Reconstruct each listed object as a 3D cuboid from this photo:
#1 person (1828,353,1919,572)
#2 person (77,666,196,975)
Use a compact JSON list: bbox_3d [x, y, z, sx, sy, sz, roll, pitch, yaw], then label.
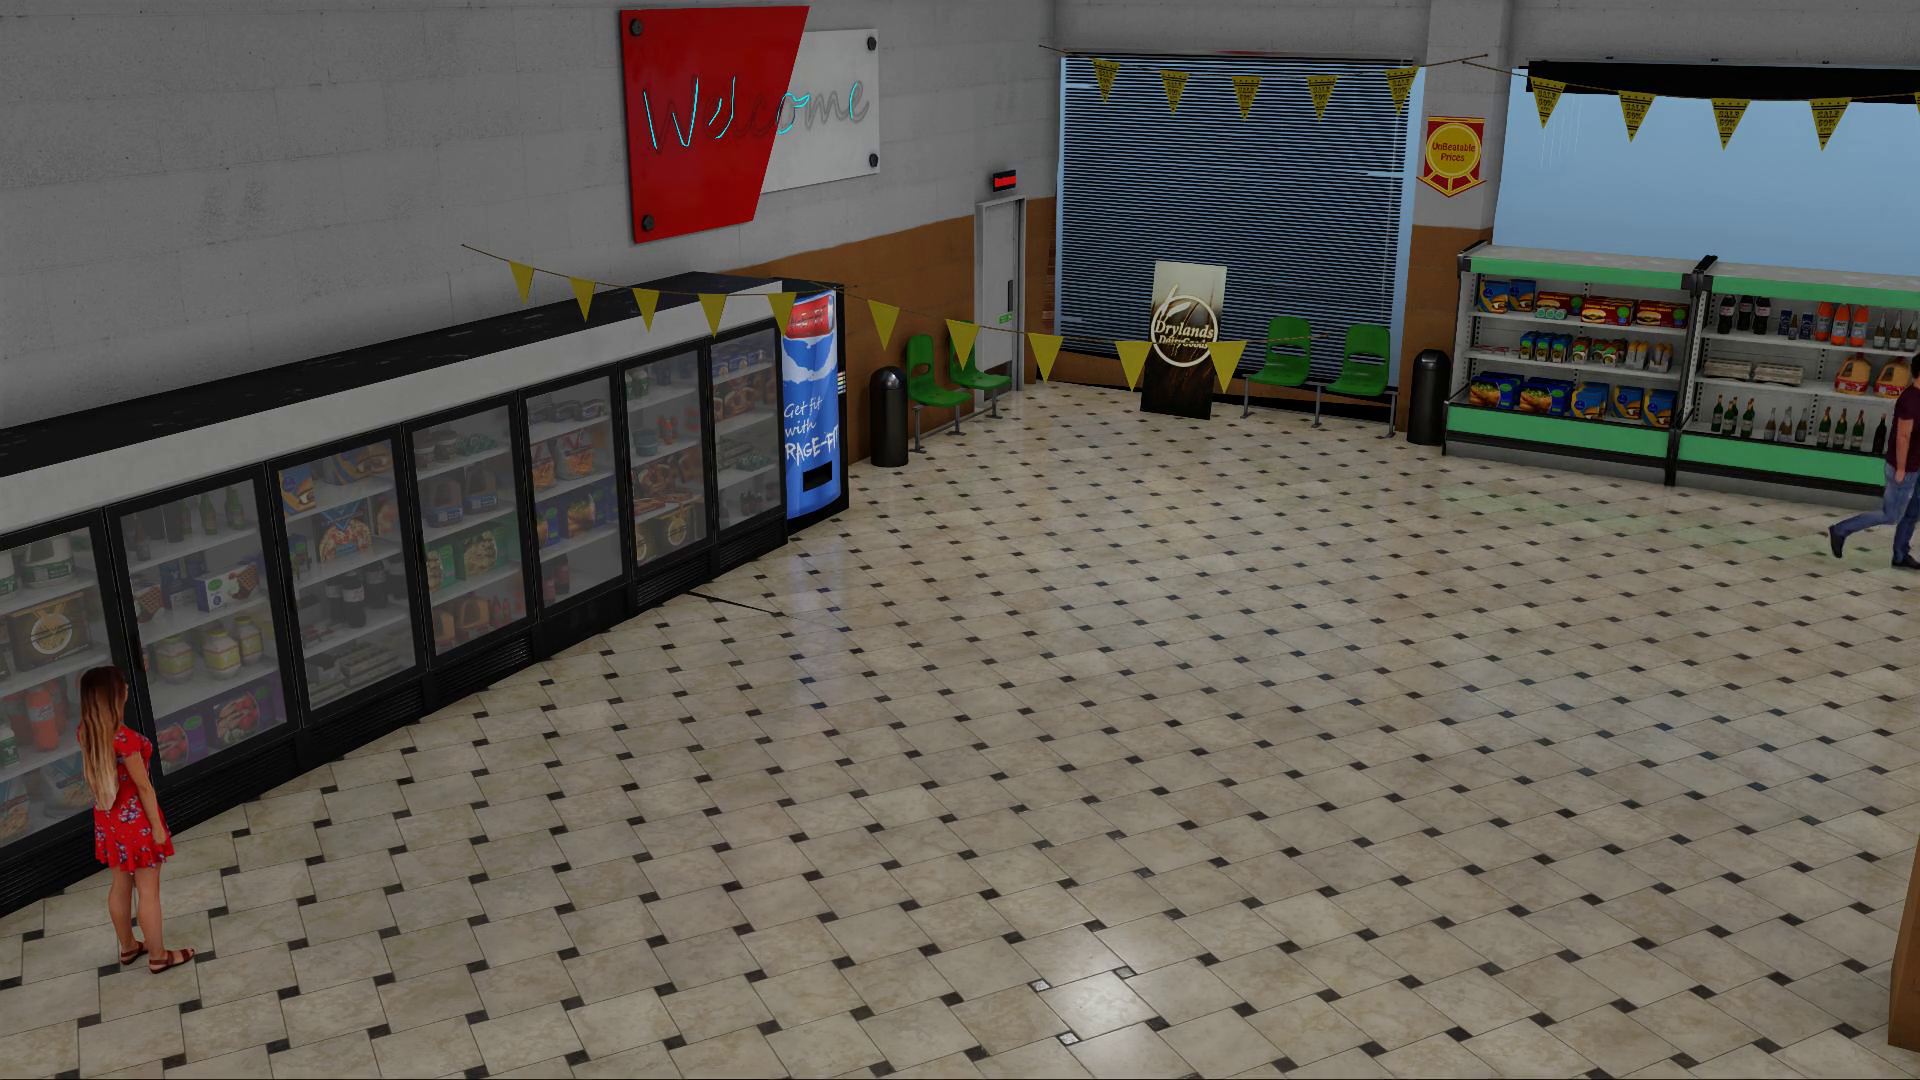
[{"bbox_3d":[7.632,-0.639,13.601,1.022,1.833,0.711,12,22,32],"label":"person"},{"bbox_3d":[-4.050,1.354,8.066,0.485,1.593,0.632,9,21,25],"label":"person"}]
